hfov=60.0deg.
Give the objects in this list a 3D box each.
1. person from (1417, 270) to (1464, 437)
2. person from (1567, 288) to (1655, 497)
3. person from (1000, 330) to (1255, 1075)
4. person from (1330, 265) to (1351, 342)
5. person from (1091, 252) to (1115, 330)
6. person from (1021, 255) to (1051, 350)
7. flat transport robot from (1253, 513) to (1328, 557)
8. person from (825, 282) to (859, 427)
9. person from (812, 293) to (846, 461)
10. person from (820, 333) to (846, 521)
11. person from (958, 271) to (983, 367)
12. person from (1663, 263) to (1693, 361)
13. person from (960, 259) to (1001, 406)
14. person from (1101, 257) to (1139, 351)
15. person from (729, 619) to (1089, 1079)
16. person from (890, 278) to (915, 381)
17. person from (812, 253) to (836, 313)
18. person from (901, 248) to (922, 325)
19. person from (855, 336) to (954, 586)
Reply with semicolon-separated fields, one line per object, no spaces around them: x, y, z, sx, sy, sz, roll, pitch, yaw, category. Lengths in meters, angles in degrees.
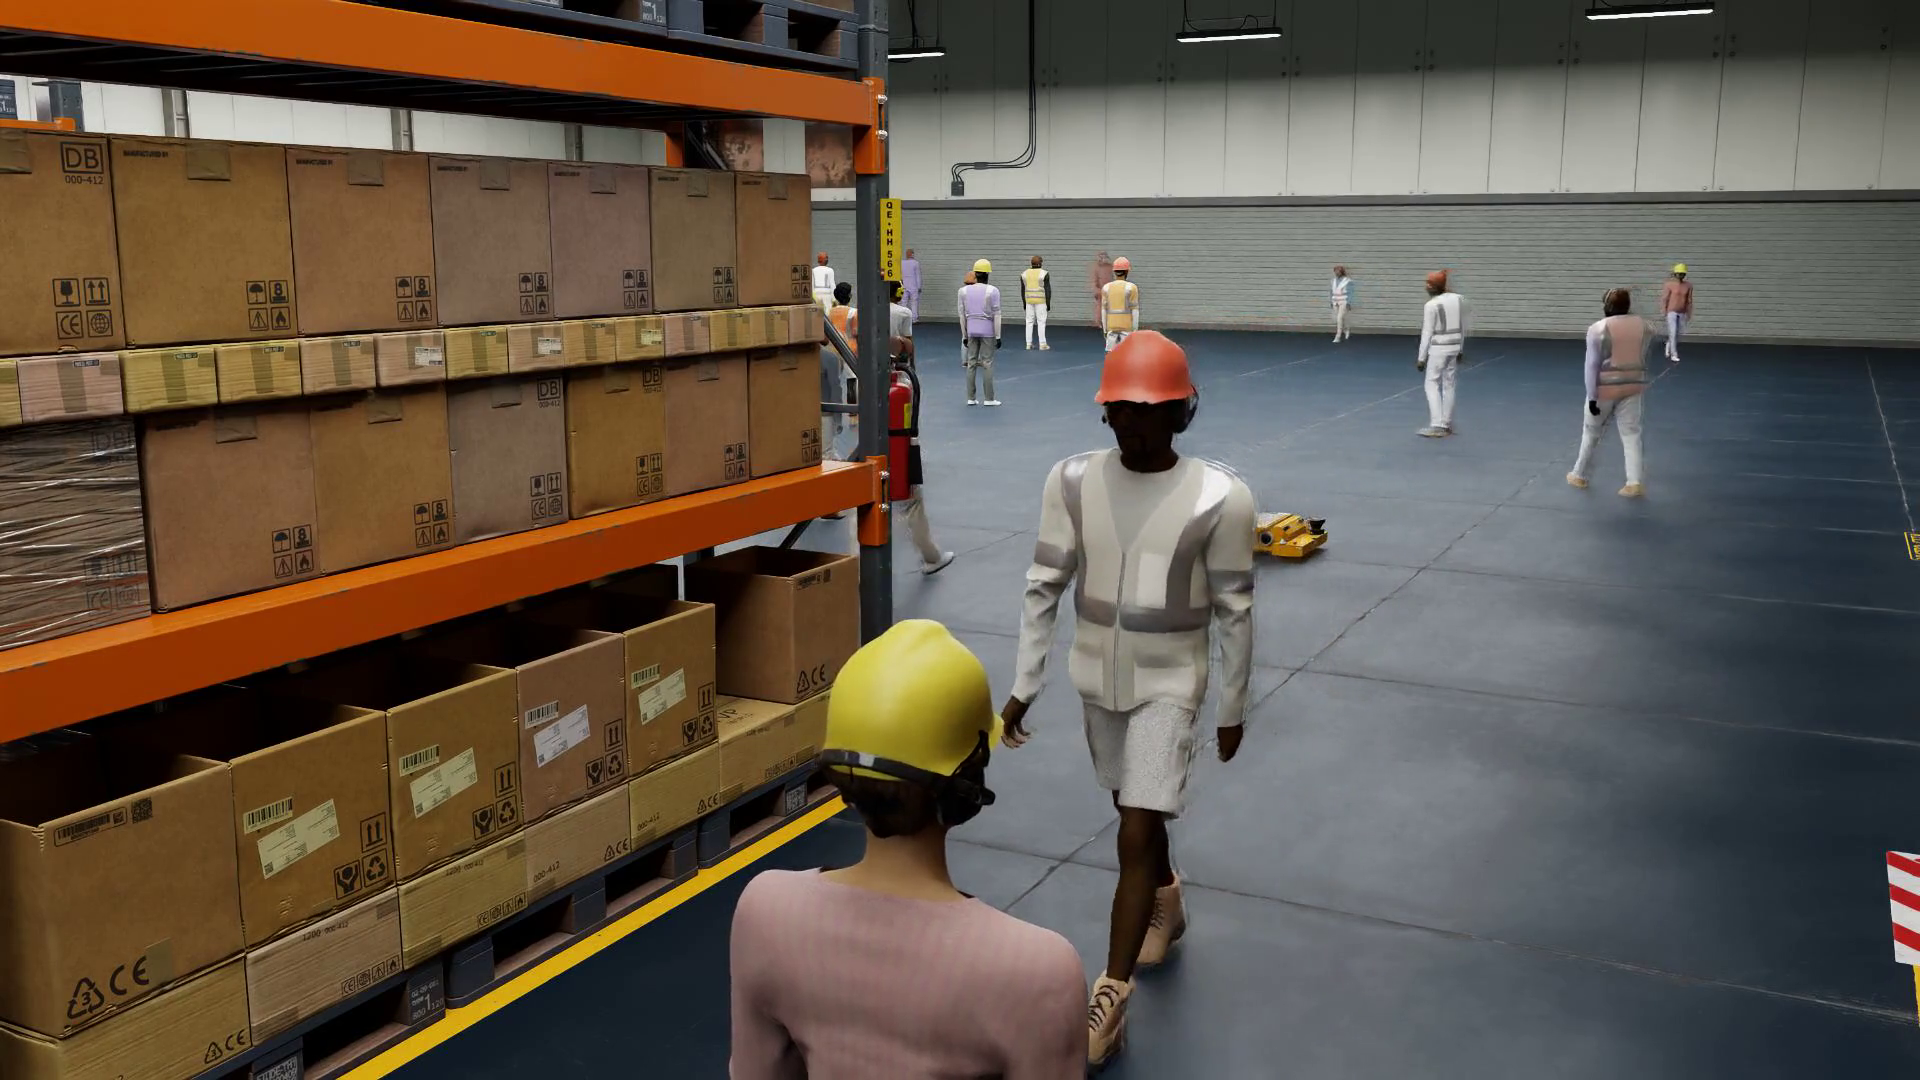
5.388;-2.069;18.558;0.678;1.854;0.365;-7;12;-33;person
5.688;-1.285;14.457;0.627;1.796;0.976;-1;10;-3;person
0.510;0.401;4.731;0.627;1.995;1.076;6;12;30;person
8.048;-4.971;35.013;0.633;1.618;0.517;-8;13;-39;person
3.395;-5.856;39.229;0.659;1.839;0.919;-4;11;-22;person
1.509;-4.661;32.706;0.625;1.844;0.429;5;12;27;person
1.871;-0.084;12.032;1.431;0.197;0.652;5;12;27;flat transport robot
-1.358;-2.176;19.539;0.535;1.700;0.318;5;12;27;person
-1.233;-1.213;13.999;0.636;1.806;0.611;-5;11;-24;person
-1.138;-0.962;13.100;0.500;1.633;0.280;5;12;27;person
0.202;-3.762;28.371;0.500;1.633;0.280;5;12;27;person
12.876;-4.103;29.929;0.528;1.748;0.678;-1;10;-4;person
0.284;-2.722;21.898;0.588;1.927;0.371;5;12;27;person
2.236;-2.952;23.113;0.546;1.941;0.358;5;12;27;person
-0.056;0.974;2.176;0.525;1.772;0.309;5;12;27;person
-0.649;-1.665;16.291;0.514;1.872;0.328;5;12;27;person
-2.802;-4.965;34.244;0.574;1.884;0.356;5;12;27;person
-1.242;-6.363;41.810;0.641;1.908;0.407;5;12;27;person
-0.404;-0.517;10.764;0.529;1.593;0.846;8;13;38;person
